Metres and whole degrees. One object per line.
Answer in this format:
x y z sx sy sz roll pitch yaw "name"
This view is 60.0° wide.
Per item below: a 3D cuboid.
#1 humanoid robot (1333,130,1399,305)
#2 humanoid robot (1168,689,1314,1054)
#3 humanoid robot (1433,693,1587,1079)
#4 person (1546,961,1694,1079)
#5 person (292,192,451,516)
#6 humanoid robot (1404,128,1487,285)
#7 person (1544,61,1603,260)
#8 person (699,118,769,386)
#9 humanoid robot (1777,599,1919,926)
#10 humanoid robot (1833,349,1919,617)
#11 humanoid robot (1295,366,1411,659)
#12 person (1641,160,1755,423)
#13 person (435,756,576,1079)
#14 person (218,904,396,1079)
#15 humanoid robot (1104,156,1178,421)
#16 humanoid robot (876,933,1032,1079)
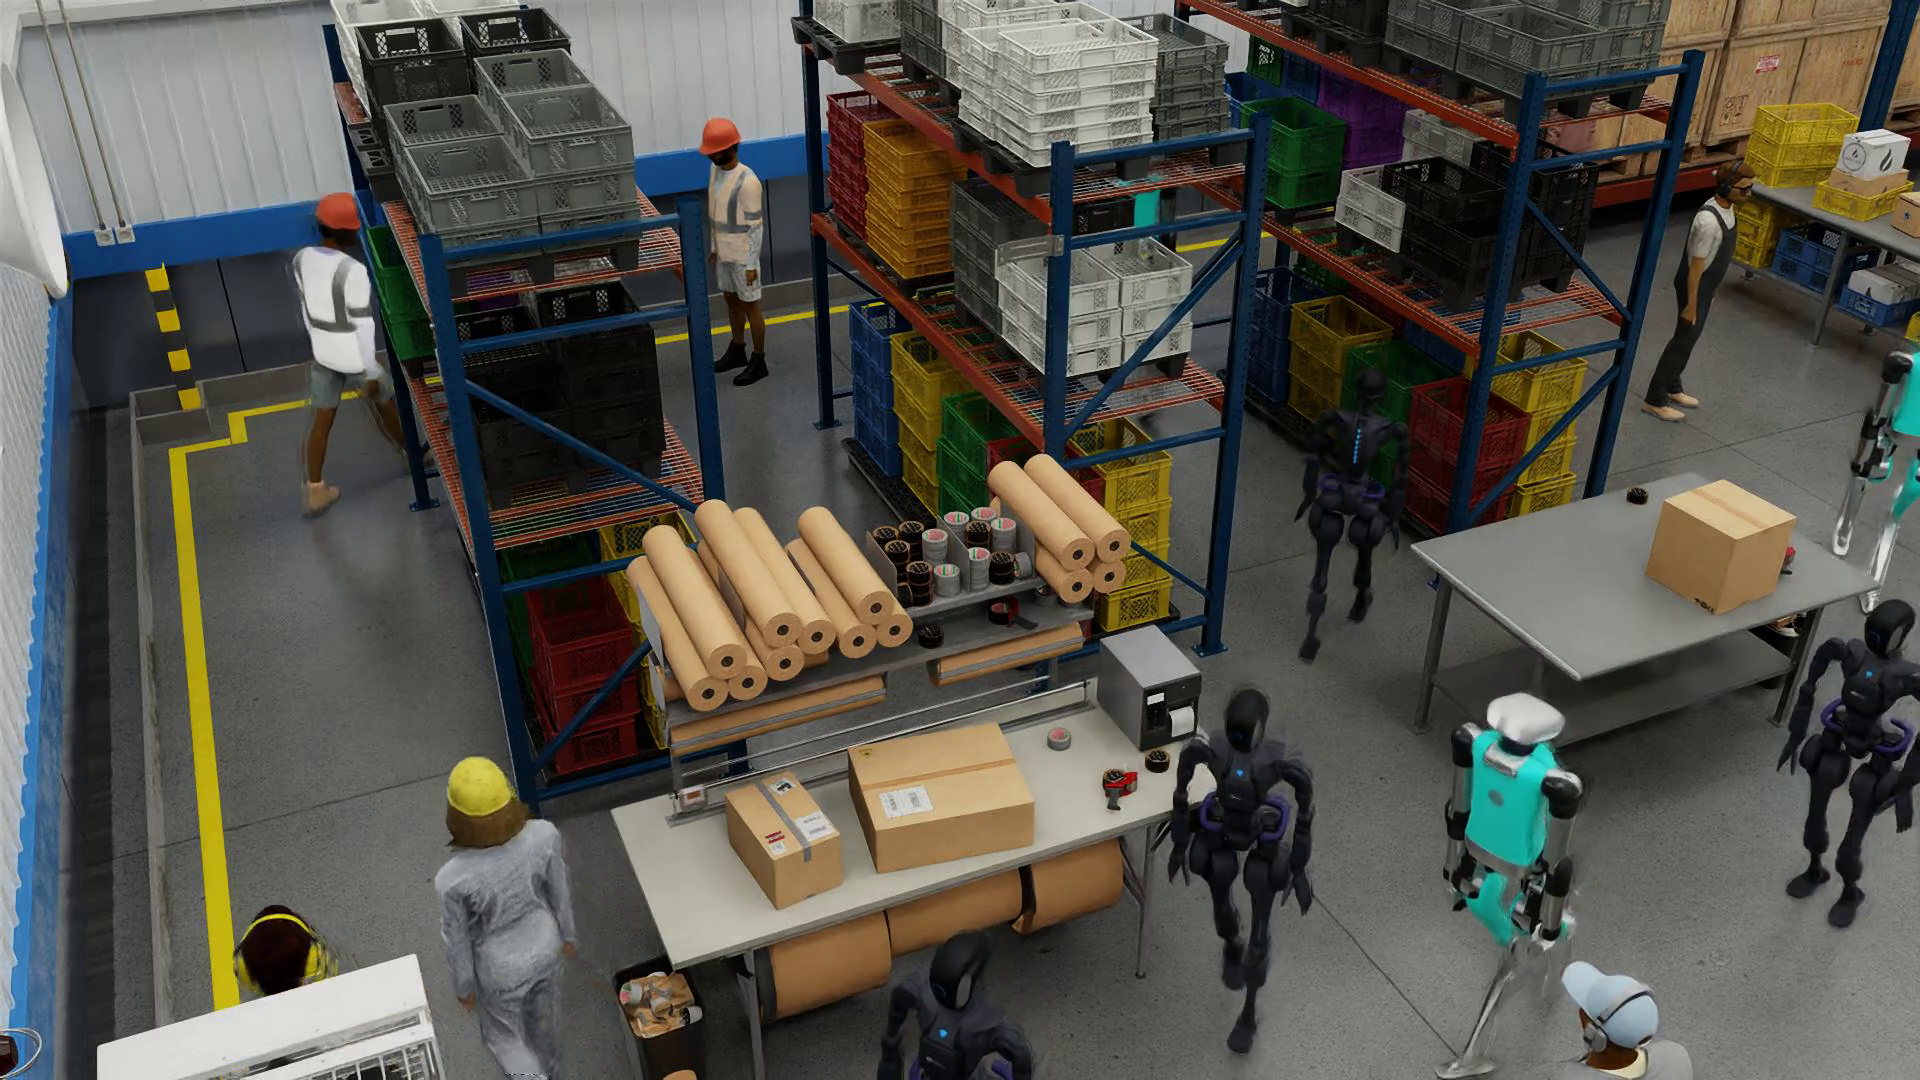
3.087 -2.214 12.223 0.554 1.825 0.793 -11 33 -17 "humanoid robot"
1.104 1.265 6.595 0.596 1.629 0.712 10 33 15 "humanoid robot"
2.266 1.287 6.538 0.935 1.806 0.563 -23 38 -32 "humanoid robot"
1.889 2.026 5.171 0.589 1.852 0.365 -14 34 -21 "person"
-3.777 -1.178 10.262 0.675 1.976 1.071 16 35 24 "person"
3.566 -2.398 12.459 0.566 1.758 0.855 -17 36 -26 "humanoid robot"
4.984 -3.123 13.624 0.524 1.761 0.336 -16 35 -24 "person"
-1.595 -2.017 11.666 0.370 1.927 0.543 -24 39 -33 "person"
3.841 0.930 7.119 0.401 1.633 0.590 -25 39 -34 "humanoid robot"
5.328 -0.533 9.470 0.530 1.775 1.000 10 33 15 "humanoid robot"
2.095 -0.172 8.953 0.585 1.631 0.752 13 34 20 "humanoid robot"
4.978 -1.673 11.200 0.331 1.836 0.504 20 37 29 "person"
-1.600 1.543 6.082 0.492 1.726 0.625 -26 40 -36 "person"
-2.000 1.945 5.311 0.532 1.848 0.508 -26 40 -36 "person"
1.275 -1.648 11.339 0.551 1.876 0.819 -7 32 -11 "humanoid robot"
-0.012 1.917 5.508 0.600 1.641 0.362 17 35 25 "humanoid robot"
